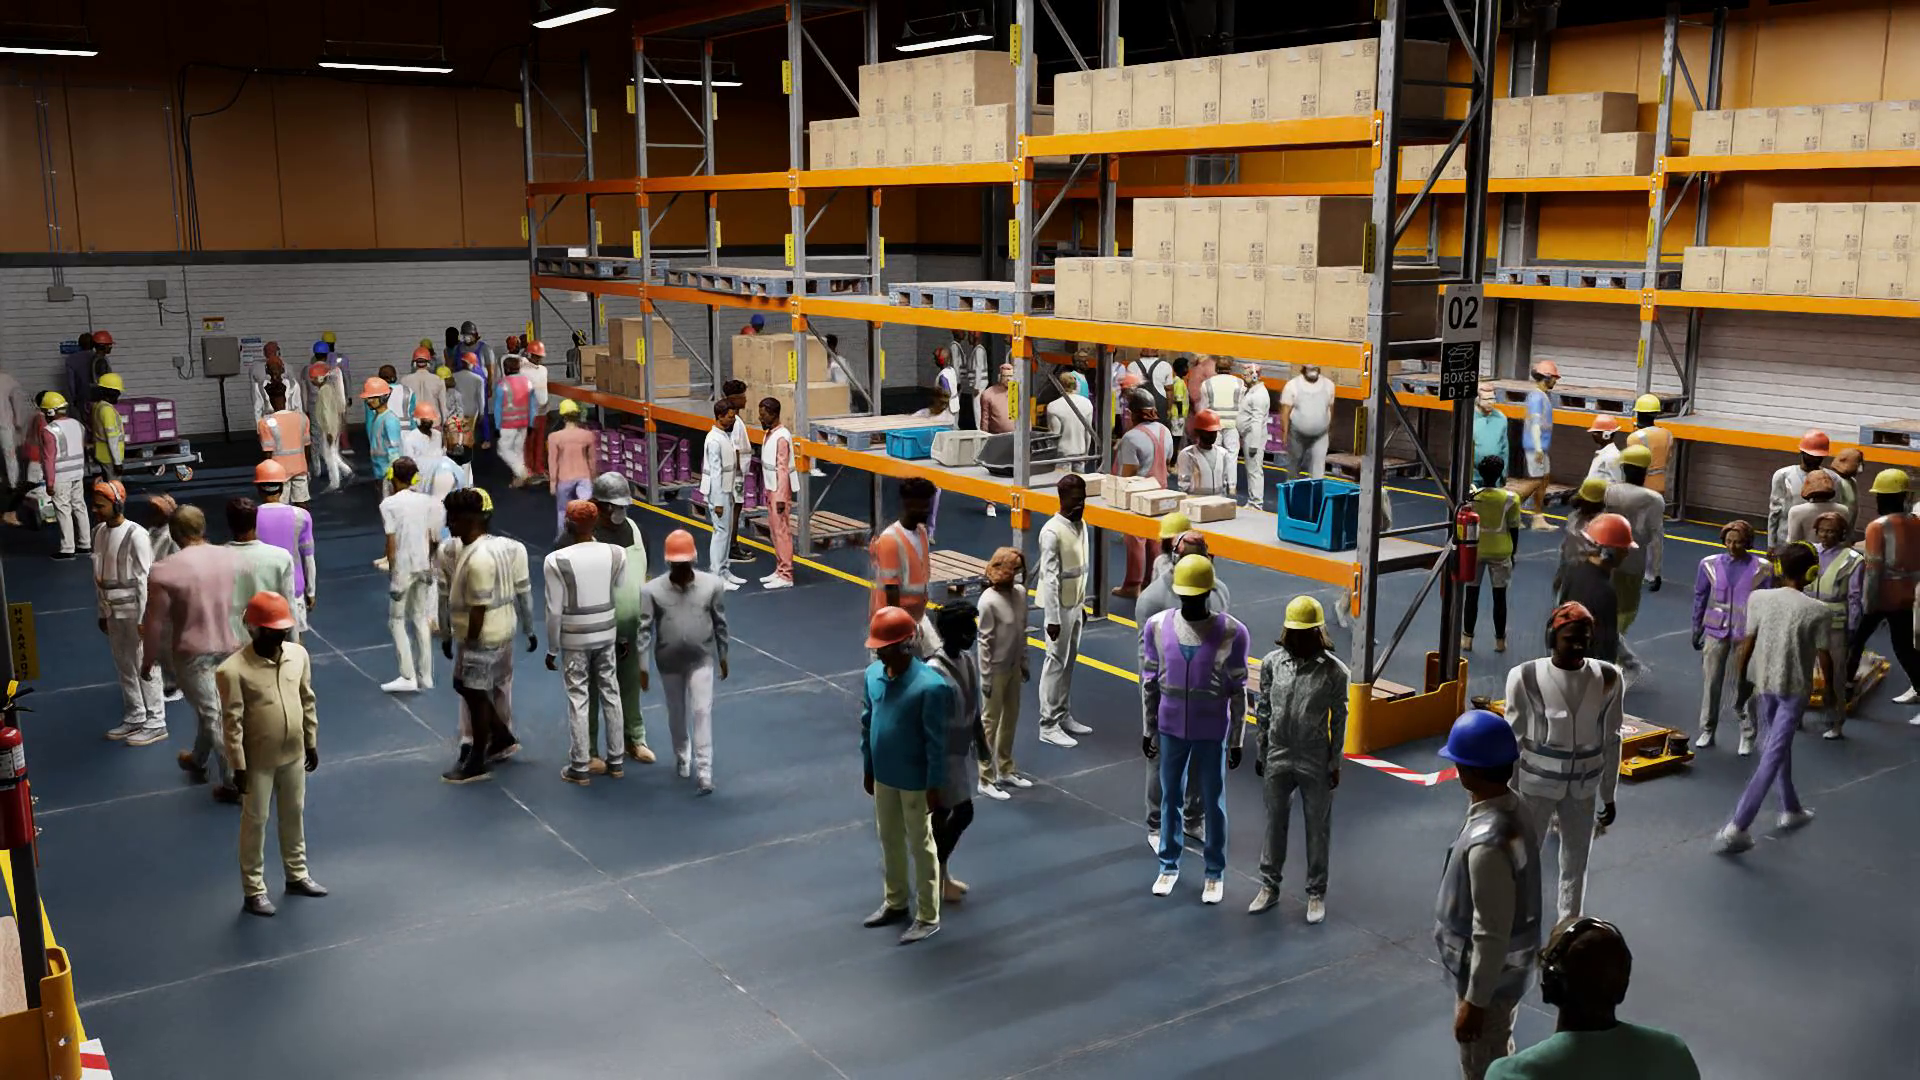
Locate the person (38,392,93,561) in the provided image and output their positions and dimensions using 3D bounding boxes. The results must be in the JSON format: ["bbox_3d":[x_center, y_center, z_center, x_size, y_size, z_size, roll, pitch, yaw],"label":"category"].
[{"bbox_3d":[-9.677,-0.692,17.957,0.403,1.823,0.595,2,11,8],"label":"person"}]

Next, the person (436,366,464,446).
[{"bbox_3d":[-6.780,-1.432,21.984,0.492,1.735,0.322,5,12,22],"label":"person"}]

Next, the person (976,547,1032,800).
[{"bbox_3d":[0.275,0.836,10.636,0.279,1.628,0.515,7,13,33],"label":"person"}]

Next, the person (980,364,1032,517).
[{"bbox_3d":[0.572,-1.221,20.483,0.643,1.900,0.398,-2,11,-10],"label":"person"}]

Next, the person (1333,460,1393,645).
[{"bbox_3d":[3.518,0.062,14.642,0.522,1.610,0.763,-5,12,-23],"label":"person"}]

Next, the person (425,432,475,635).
[{"bbox_3d":[-4.555,-0.053,14.747,0.588,1.799,0.635,-4,12,-18],"label":"person"}]

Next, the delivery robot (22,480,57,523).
[{"bbox_3d":[-10.892,-0.467,19.800,0.707,0.478,0.477,11,16,42],"label":"delivery robot"}]

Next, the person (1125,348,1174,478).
[{"bbox_3d":[2.695,-1.886,23.503,0.682,2.000,0.538,4,12,19],"label":"person"}]

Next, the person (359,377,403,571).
[{"bbox_3d":[-6.023,-0.687,17.401,0.404,2.035,0.611,-6,13,-29],"label":"person"}]

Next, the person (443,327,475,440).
[{"bbox_3d":[-8.153,-2.510,27.048,0.587,1.910,0.397,9,14,37],"label":"person"}]

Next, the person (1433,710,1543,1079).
[{"bbox_3d":[1.909,1.566,6.085,0.402,1.944,0.605,5,12,22],"label":"person"}]

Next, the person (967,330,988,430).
[{"bbox_3d":[0.291,-2.543,27.297,0.347,1.874,0.589,0,11,-1],"label":"person"}]

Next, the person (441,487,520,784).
[{"bbox_3d":[-3.204,0.619,10.891,0.464,1.956,0.631,-5,12,-23],"label":"person"}]

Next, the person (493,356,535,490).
[{"bbox_3d":[-5.979,-1.552,22.356,0.495,1.825,0.644,8,14,35],"label":"person"}]

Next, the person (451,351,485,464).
[{"bbox_3d":[-7.292,-1.922,24.521,0.555,1.717,0.763,-4,12,-20],"label":"person"}]

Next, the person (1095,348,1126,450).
[{"bbox_3d":[2.380,-2.263,26.339,0.536,1.691,0.319,7,13,31],"label":"person"}]

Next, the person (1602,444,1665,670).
[{"bbox_3d":[5.269,0.186,13.292,0.789,1.897,0.606,-9,14,-39],"label":"person"}]

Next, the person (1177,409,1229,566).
[{"bbox_3d":[2.260,-0.244,15.369,0.542,1.938,0.358,-6,13,-28],"label":"person"}]

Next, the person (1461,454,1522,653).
[{"bbox_3d":[4.476,0.118,14.126,0.529,1.697,0.321,3,11,15],"label":"person"}]

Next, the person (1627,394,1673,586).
[{"bbox_3d":[6.848,-0.494,16.668,0.589,1.928,0.386,-6,13,-28],"label":"person"}]

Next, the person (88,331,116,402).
[{"bbox_3d":[-12.476,-2.034,24.294,0.416,2.035,0.609,-9,14,-37],"label":"person"}]

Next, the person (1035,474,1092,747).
[{"bbox_3d":[0.727,0.479,11.720,0.374,1.916,0.596,5,12,24],"label":"person"}]

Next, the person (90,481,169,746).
[{"bbox_3d":[-5.855,0.509,11.682,0.571,1.877,0.352,6,13,29],"label":"person"}]

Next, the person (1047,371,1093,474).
[{"bbox_3d":[1.233,-0.957,19.024,0.627,1.934,0.370,-8,13,-34],"label":"person"}]

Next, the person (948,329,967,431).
[{"bbox_3d":[-0.047,-2.686,28.004,0.355,1.883,0.573,-1,11,-3],"label":"person"}]

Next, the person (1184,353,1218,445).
[{"bbox_3d":[3.487,-1.959,24.261,0.410,1.899,0.647,-3,12,-17],"label":"person"}]

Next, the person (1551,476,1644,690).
[{"bbox_3d":[4.959,0.330,13.053,0.742,1.709,0.530,-2,11,-11],"label":"person"}]

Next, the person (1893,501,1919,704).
[{"bbox_3d":[7.331,0.352,12.440,0.400,1.895,0.654,-5,12,-23],"label":"person"}]

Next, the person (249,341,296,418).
[{"bbox_3d":[-9.818,-1.894,23.891,0.651,1.907,0.409,-2,11,-8],"label":"person"}]

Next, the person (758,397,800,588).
[{"bbox_3d":[-1.819,-0.479,16.655,0.405,1.909,0.597,-4,12,-18],"label":"person"}]

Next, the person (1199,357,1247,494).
[{"bbox_3d":[3.503,-1.521,22.180,0.623,1.837,0.429,2,11,10],"label":"person"}]

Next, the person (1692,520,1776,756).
[{"bbox_3d":[5.342,0.663,11.519,0.523,1.631,0.313,7,13,33],"label":"person"}]

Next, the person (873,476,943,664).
[{"bbox_3d":[-0.331,0.530,11.404,0.694,1.931,0.640,7,13,32],"label":"person"}]

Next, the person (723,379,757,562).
[{"bbox_3d":[-2.411,-0.746,17.859,0.361,1.965,0.613,-3,11,-14],"label":"person"}]

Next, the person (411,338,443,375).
[{"bbox_3d":[-8.618,-2.412,26.981,0.513,1.721,0.498,-4,12,-18],"label":"person"}]

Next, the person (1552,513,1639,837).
[{"bbox_3d":[3.728,0.810,9.858,0.443,1.975,0.621,1,11,6],"label":"person"}]

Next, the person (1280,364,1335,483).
[{"bbox_3d":[4.449,-1.458,21.315,0.700,2.000,1.041,0,11,0],"label":"person"}]

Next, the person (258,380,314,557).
[{"bbox_3d":[-7.208,-0.725,17.771,0.380,1.958,0.602,7,13,32],"label":"person"}]

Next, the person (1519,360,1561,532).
[{"bbox_3d":[6.746,-1.084,19.485,0.621,2.008,0.715,6,13,29],"label":"person"}]

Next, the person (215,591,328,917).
[{"bbox_3d":[-3.651,1.122,8.876,0.357,1.744,0.567,6,13,29],"label":"person"}]

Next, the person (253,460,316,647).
[{"bbox_3d":[-5.051,0.365,12.299,0.549,1.924,0.387,-7,13,-32],"label":"person"}]

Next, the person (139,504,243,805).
[{"bbox_3d":[-4.891,0.709,10.588,0.972,1.893,0.648,7,13,31],"label":"person"}]

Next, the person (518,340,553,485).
[{"bbox_3d":[-5.878,-1.771,23.058,0.393,1.985,0.610,5,12,23],"label":"person"}]

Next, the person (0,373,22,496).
[{"bbox_3d":[-12.862,-1.549,22.192,0.652,1.878,1.029,-10,15,-41],"label":"person"}]

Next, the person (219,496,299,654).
[{"bbox_3d":[-4.574,0.675,10.739,0.589,1.912,0.389,-3,11,-15],"label":"person"}]

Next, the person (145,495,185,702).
[{"bbox_3d":[-6.041,0.449,12.665,0.569,1.608,0.316,8,14,36],"label":"person"}]

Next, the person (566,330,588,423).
[{"bbox_3d":[-6.131,-2.448,26.820,0.530,1.869,0.311,9,14,40],"label":"person"}]

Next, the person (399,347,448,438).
[{"bbox_3d":[-7.027,-1.533,21.848,0.616,1.986,0.407,-3,12,-17],"label":"person"}]
